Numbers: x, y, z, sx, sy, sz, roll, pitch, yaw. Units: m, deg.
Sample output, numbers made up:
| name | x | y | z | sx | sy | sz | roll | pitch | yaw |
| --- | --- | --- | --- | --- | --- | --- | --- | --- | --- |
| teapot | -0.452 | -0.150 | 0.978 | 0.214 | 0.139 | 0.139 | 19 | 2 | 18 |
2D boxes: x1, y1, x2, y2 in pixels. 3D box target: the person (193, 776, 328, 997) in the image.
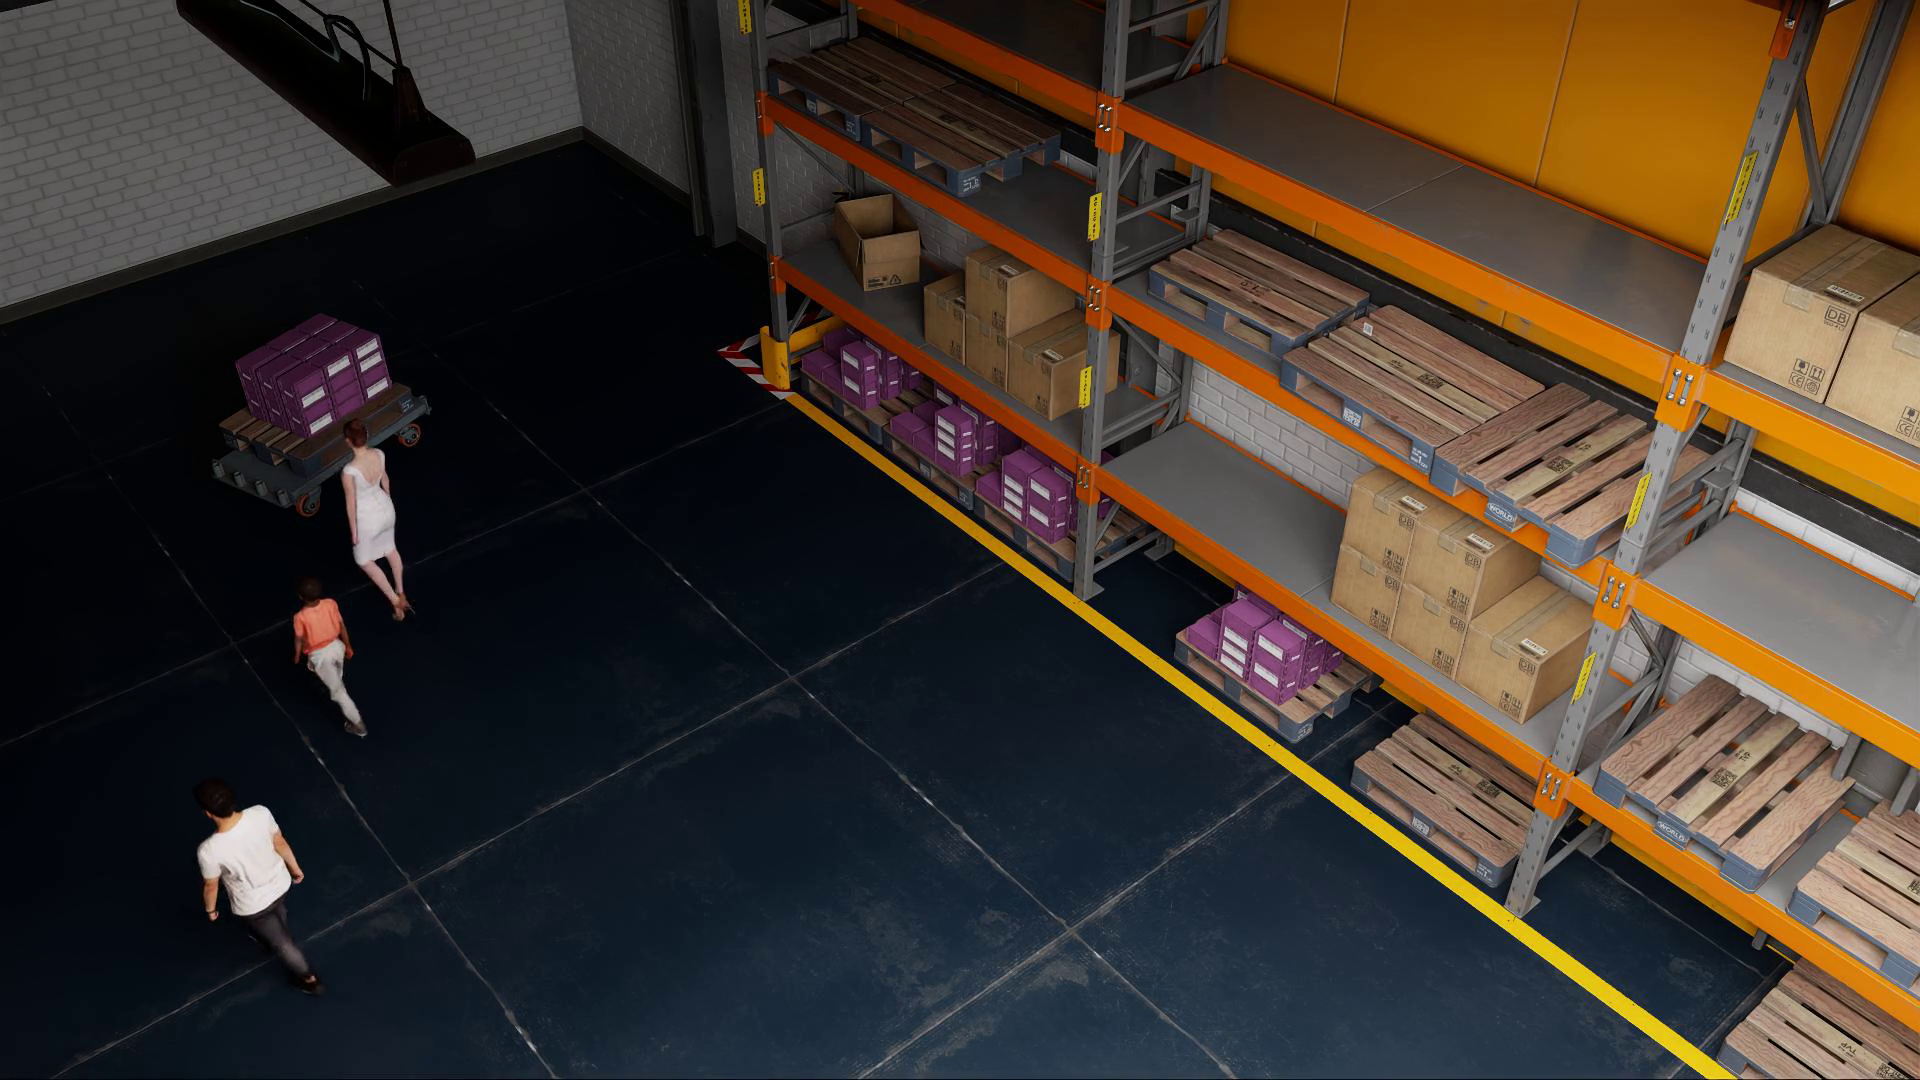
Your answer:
| name | x | y | z | sx | sy | sz | roll | pitch | yaw |
| --- | --- | --- | --- | --- | --- | --- | --- | --- | --- |
| person | -3.978 | 2.037 | 9.565 | 1.054 | 1.696 | 0.871 | 20 | 43 | 23 |

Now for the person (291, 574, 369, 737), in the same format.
| name | x | y | z | sx | sy | sz | roll | pitch | yaw |
| --- | --- | --- | --- | --- | --- | --- | --- | --- | --- |
| person | -4.322 | 0.810 | 11.435 | 0.941 | 1.279 | 0.611 | 27 | 46 | 29 |

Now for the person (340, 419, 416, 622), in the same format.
| name | x | y | z | sx | sy | sz | roll | pitch | yaw |
| --- | --- | --- | --- | --- | --- | --- | --- | --- | --- |
| person | -4.239 | -0.117 | 12.186 | 0.721 | 1.790 | 0.715 | 19 | 42 | 22 |
